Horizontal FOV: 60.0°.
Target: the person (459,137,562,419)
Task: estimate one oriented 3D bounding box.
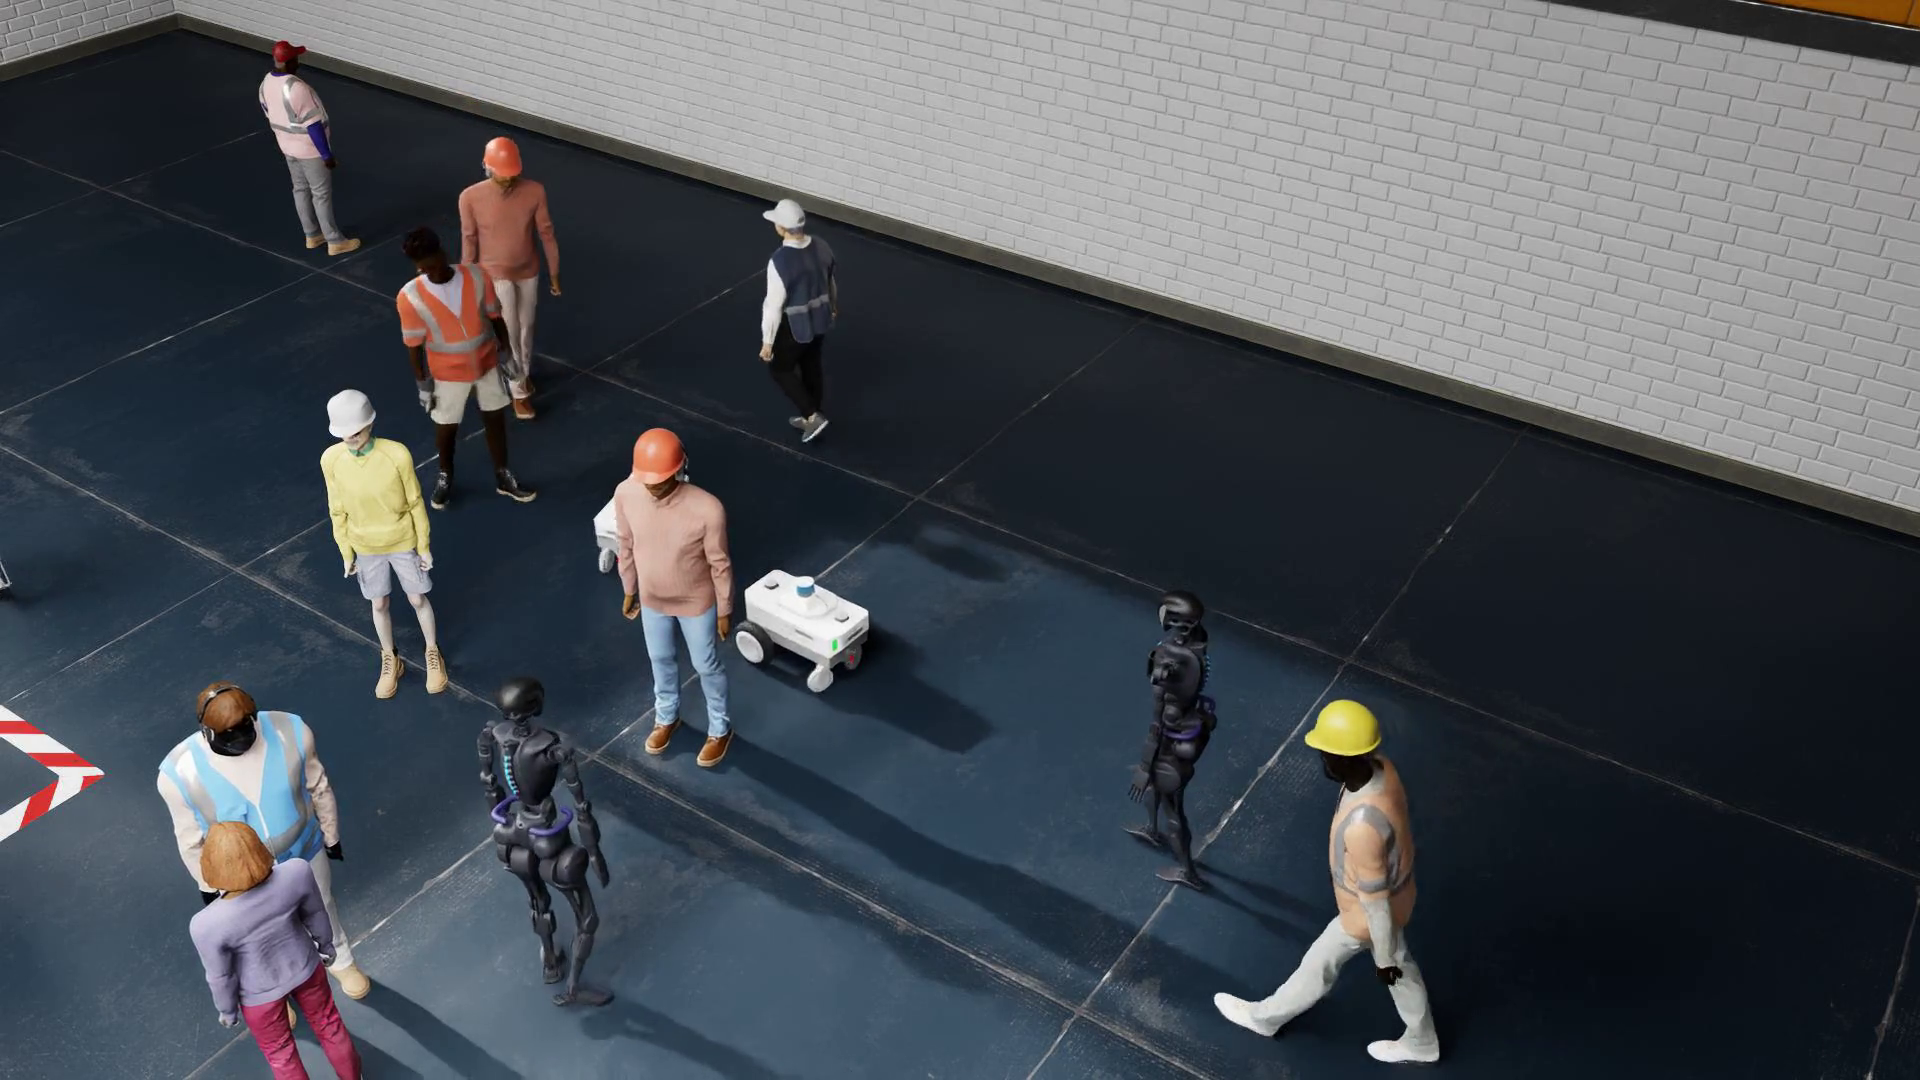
[{"bbox_3d":[-3.013,-1.785,11.341,0.627,1.955,0.825,-19,39,-25],"label":"person"}]

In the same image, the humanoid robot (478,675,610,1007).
[{"bbox_3d":[-1.824,1.319,7.155,0.613,1.648,0.451,15,38,20],"label":"humanoid robot"}]

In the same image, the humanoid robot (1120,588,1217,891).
[{"bbox_3d":[0.978,0.924,7.724,0.520,1.643,0.585,17,38,23],"label":"humanoid robot"}]

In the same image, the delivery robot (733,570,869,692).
[{"bbox_3d":[-0.887,0.468,9.351,0.772,0.601,0.518,23,41,29],"label":"delivery robot"}]

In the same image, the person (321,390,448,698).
[{"bbox_3d":[-3.051,0.020,8.823,0.487,1.888,0.396,-5,35,-7],"label":"person"}]

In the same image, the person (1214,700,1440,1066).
[{"bbox_3d":[1.623,1.460,6.803,1.014,1.838,0.623,13,37,18],"label":"person"}]

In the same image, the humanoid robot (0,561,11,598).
[{"bbox_3d":[-5.921,-0.371,9.535,0.980,1.768,0.530,26,43,32],"label":"humanoid robot"}]

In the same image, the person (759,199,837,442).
[{"bbox_3d":[-1.050,-1.439,11.037,0.467,1.744,0.746,28,44,34],"label":"person"}]

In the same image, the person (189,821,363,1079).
[{"bbox_3d":[-2.701,1.737,6.589,0.270,1.632,0.508,26,43,32],"label":"person"}]

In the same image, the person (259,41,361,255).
[{"bbox_3d":[-5.307,-3.186,13.521,0.612,1.755,0.419,22,40,28],"label":"person"}]

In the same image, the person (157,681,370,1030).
[{"bbox_3d":[-2.910,1.328,7.006,0.625,1.837,0.431,-22,41,-28],"label":"person"}]

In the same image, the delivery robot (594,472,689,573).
[{"bbox_3d":[-1.934,-0.165,10.265,0.499,0.613,0.797,11,36,15],"label":"delivery robot"}]

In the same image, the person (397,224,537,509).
[{"bbox_3d":[-3.117,-1.073,10.350,0.709,1.932,0.532,-23,41,-29],"label":"person"}]

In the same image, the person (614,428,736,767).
[{"bbox_3d":[-1.425,0.291,8.357,0.619,1.986,0.398,12,37,17],"label":"person"}]
